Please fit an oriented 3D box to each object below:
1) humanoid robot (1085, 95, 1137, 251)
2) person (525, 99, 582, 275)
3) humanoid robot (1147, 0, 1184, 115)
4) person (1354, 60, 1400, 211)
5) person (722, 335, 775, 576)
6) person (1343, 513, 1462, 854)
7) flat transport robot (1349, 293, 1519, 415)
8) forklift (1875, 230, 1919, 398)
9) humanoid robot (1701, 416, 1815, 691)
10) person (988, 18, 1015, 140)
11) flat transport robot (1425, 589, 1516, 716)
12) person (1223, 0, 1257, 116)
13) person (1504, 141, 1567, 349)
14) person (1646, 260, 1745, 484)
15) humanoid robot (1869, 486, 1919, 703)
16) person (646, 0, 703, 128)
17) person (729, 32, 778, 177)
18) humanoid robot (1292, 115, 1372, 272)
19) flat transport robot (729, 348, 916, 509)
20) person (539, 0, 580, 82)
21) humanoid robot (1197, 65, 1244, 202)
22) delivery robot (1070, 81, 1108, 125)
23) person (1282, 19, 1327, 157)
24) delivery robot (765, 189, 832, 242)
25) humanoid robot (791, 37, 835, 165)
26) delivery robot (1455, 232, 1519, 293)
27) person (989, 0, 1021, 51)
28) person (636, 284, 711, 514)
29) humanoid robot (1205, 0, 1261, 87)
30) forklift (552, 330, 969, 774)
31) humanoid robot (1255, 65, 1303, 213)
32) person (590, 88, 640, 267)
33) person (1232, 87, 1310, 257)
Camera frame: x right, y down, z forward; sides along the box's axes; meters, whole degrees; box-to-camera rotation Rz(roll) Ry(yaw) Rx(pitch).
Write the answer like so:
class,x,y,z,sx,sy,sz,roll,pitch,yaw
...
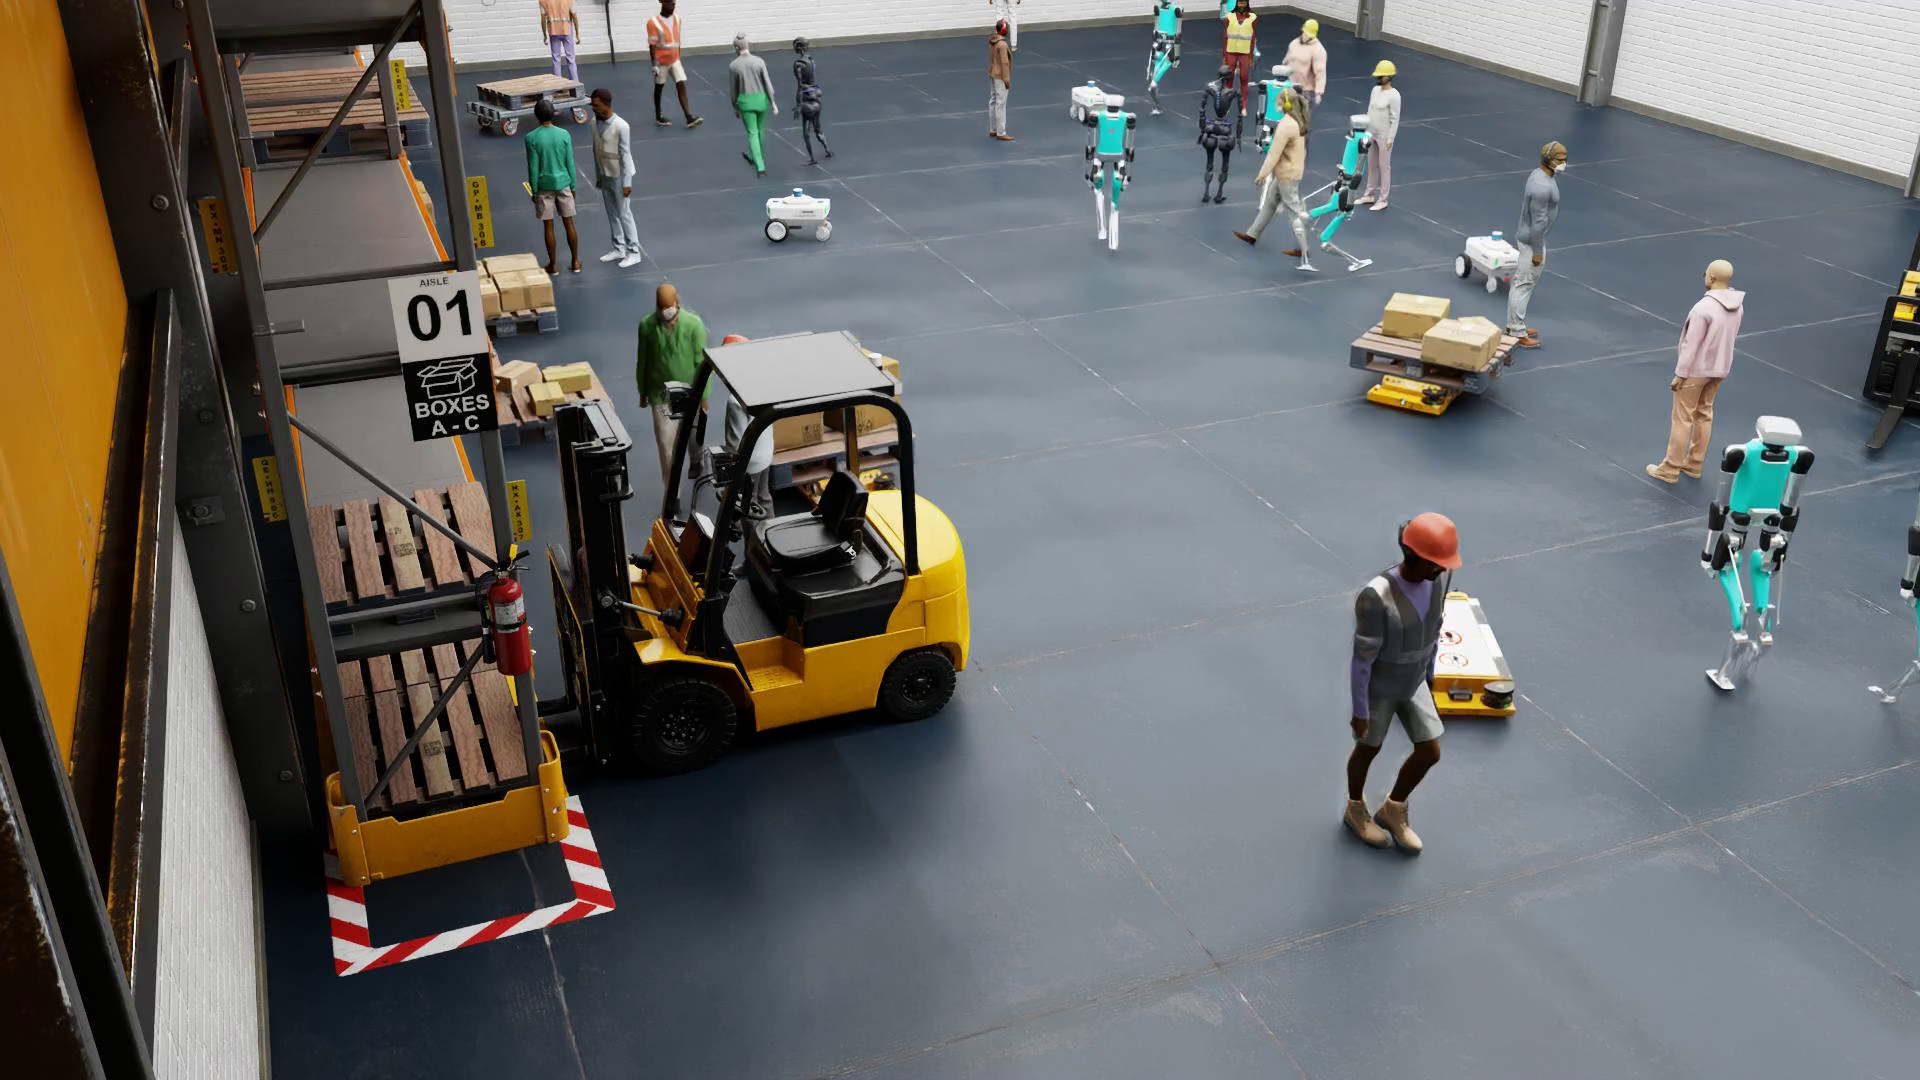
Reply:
class,x,y,z,sx,sy,sz,roll,pitch,yaw
humanoid robot,1.657,-4.096,18.480,0.548,1.734,0.986,2,27,4
person,-4.312,-3.731,17.651,0.505,1.847,0.379,-12,29,-22
humanoid robot,2.913,-7.127,24.563,0.768,1.808,0.561,-21,34,-36
person,5.033,-4.862,19.991,0.323,1.766,0.531,-11,29,-21
person,-1.477,-0.585,11.513,0.351,1.740,0.571,7,28,14
person,2.263,0.760,8.537,0.657,2.007,0.620,-16,31,-28
flat transport robot,4.233,-1.486,14.943,0.659,0.231,1.431,17,31,30
forklift,9.029,-2.397,14.618,1.214,2.155,2.313,18,32,32
humanoid robot,4.804,0.193,10.017,0.543,1.842,0.683,-1,27,-1
person,0.551,-6.432,23.239,0.338,1.650,0.454,-10,29,-20
flat transport robot,3.064,0.674,10.646,0.659,0.231,1.431,2,27,3
person,4.119,-7.183,24.608,0.469,1.765,0.365,6,27,13
person,5.430,-2.796,15.696,0.379,1.936,0.627,8,28,15
person,5.758,-1.290,12.879,0.539,1.775,0.406,-14,30,-26
humanoid robot,5.857,0.337,9.702,0.544,1.778,0.830,-1,27,-2
person,-4.129,-6.851,23.782,1.010,1.903,0.637,23,35,38
person,-2.690,-5.679,21.591,0.560,1.785,0.929,-10,28,-19
humanoid robot,3.901,-3.603,17.530,1.026,1.723,0.531,-1,27,-3
flat transport robot,-1.086,-0.595,13.171,0.659,0.231,1.431,-13,29,-24
person,-6.198,-7.842,25.830,0.568,1.844,0.380,-4,27,-9
humanoid robot,3.155,-4.941,20.249,0.597,1.657,0.320,15,30,27
delivery robot,1.938,-6.423,24.465,0.506,0.613,0.785,-9,28,-18
person,4.601,-6.094,22.383,0.439,1.820,0.859,-17,31,-30
delivery robot,-1.867,-3.720,19.085,0.813,0.609,0.499,1,27,1
humanoid robot,-1.936,-5.794,21.952,0.468,1.648,0.612,8,28,15
delivery robot,5.616,-2.959,17.551,0.499,0.592,0.771,-5,27,-10
person,0.794,-9.557,29.202,0.574,1.882,0.362,-2,27,-4
person,-2.165,-1.143,12.626,0.560,1.740,0.873,-2,27,-4
humanoid robot,4.421,-7.841,26.032,1.070,1.755,0.538,11,29,21
forklift,-1.094,0.010,9.831,2.313,2.155,1.214,-10,28,-20
humanoid robot,3.828,-4.814,19.886,0.531,1.756,0.667,11,29,21
person,-3.724,-3.924,17.973,0.601,1.909,0.390,23,35,38
person,3.489,-4.053,18.326,0.955,1.825,0.537,10,28,20
